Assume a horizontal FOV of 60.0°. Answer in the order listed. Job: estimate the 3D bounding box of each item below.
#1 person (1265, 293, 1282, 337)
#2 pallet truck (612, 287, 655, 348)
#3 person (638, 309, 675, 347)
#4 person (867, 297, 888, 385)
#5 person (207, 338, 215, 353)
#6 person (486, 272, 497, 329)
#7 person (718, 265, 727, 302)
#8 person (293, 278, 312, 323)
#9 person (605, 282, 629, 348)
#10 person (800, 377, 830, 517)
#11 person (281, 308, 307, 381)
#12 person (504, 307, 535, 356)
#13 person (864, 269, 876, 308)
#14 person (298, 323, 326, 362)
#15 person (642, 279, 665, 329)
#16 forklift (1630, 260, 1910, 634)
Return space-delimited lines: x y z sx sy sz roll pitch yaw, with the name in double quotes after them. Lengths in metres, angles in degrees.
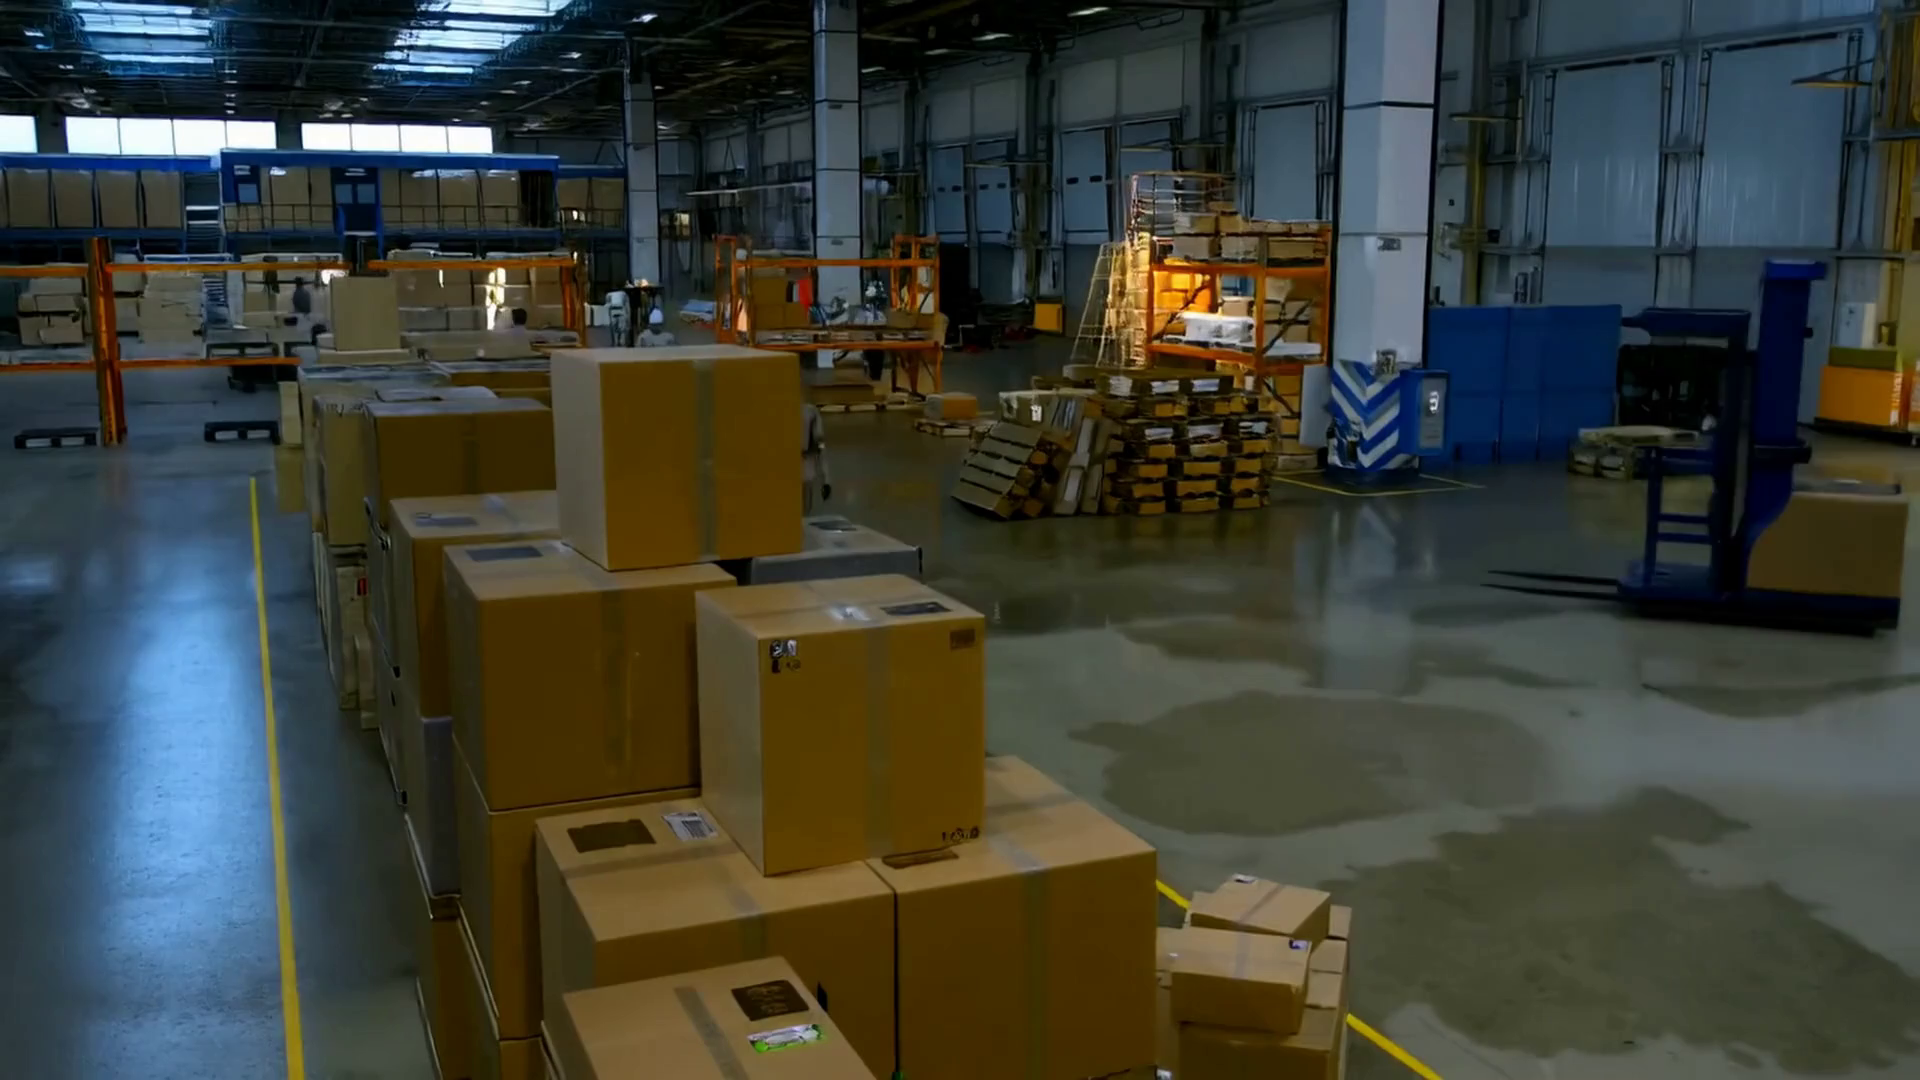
6.026 -3.843 32.462 0.551 1.936 0.356 4 11 23 "person"
-6.464 -4.406 35.401 0.823 1.965 1.885 6 12 32 "pallet truck"
-4.727 -2.645 25.932 0.615 1.911 0.478 -1 10 -3 "person"
-1.722 -4.101 34.292 0.337 1.809 0.719 -5 12 -27 "person"
-19.457 -5.479 42.168 1.023 1.693 0.542 -4 11 -20 "person"
-14.875 -7.537 52.854 0.371 1.932 0.628 0 10 0 "person"
-11.283 -12.207 78.577 0.603 1.937 1.020 -4 11 -20 "person"
-17.749 -6.114 45.005 1.037 1.941 0.640 4 11 20 "person"
-9.330 -6.115 45.300 0.638 1.823 0.659 -1 10 -8 "person"
-1.455 -0.545 14.416 0.555 1.903 0.960 -4 11 -21 "person"
-12.331 -3.457 30.942 0.491 1.725 0.642 2 10 11 "person"
-6.999 -2.773 26.681 0.653 1.889 0.977 9 14 42 "person"
-3.313 -8.851 60.217 0.548 1.895 0.997 -2 10 -10 "person"
-8.496 -1.909 21.939 0.597 1.896 0.761 5 11 26 "person"
-8.269 -6.091 44.948 0.632 1.902 0.481 -3 11 -18 "person"
6.407 -0.794 13.062 1.873 2.768 1.129 5 11 25 "forklift"
